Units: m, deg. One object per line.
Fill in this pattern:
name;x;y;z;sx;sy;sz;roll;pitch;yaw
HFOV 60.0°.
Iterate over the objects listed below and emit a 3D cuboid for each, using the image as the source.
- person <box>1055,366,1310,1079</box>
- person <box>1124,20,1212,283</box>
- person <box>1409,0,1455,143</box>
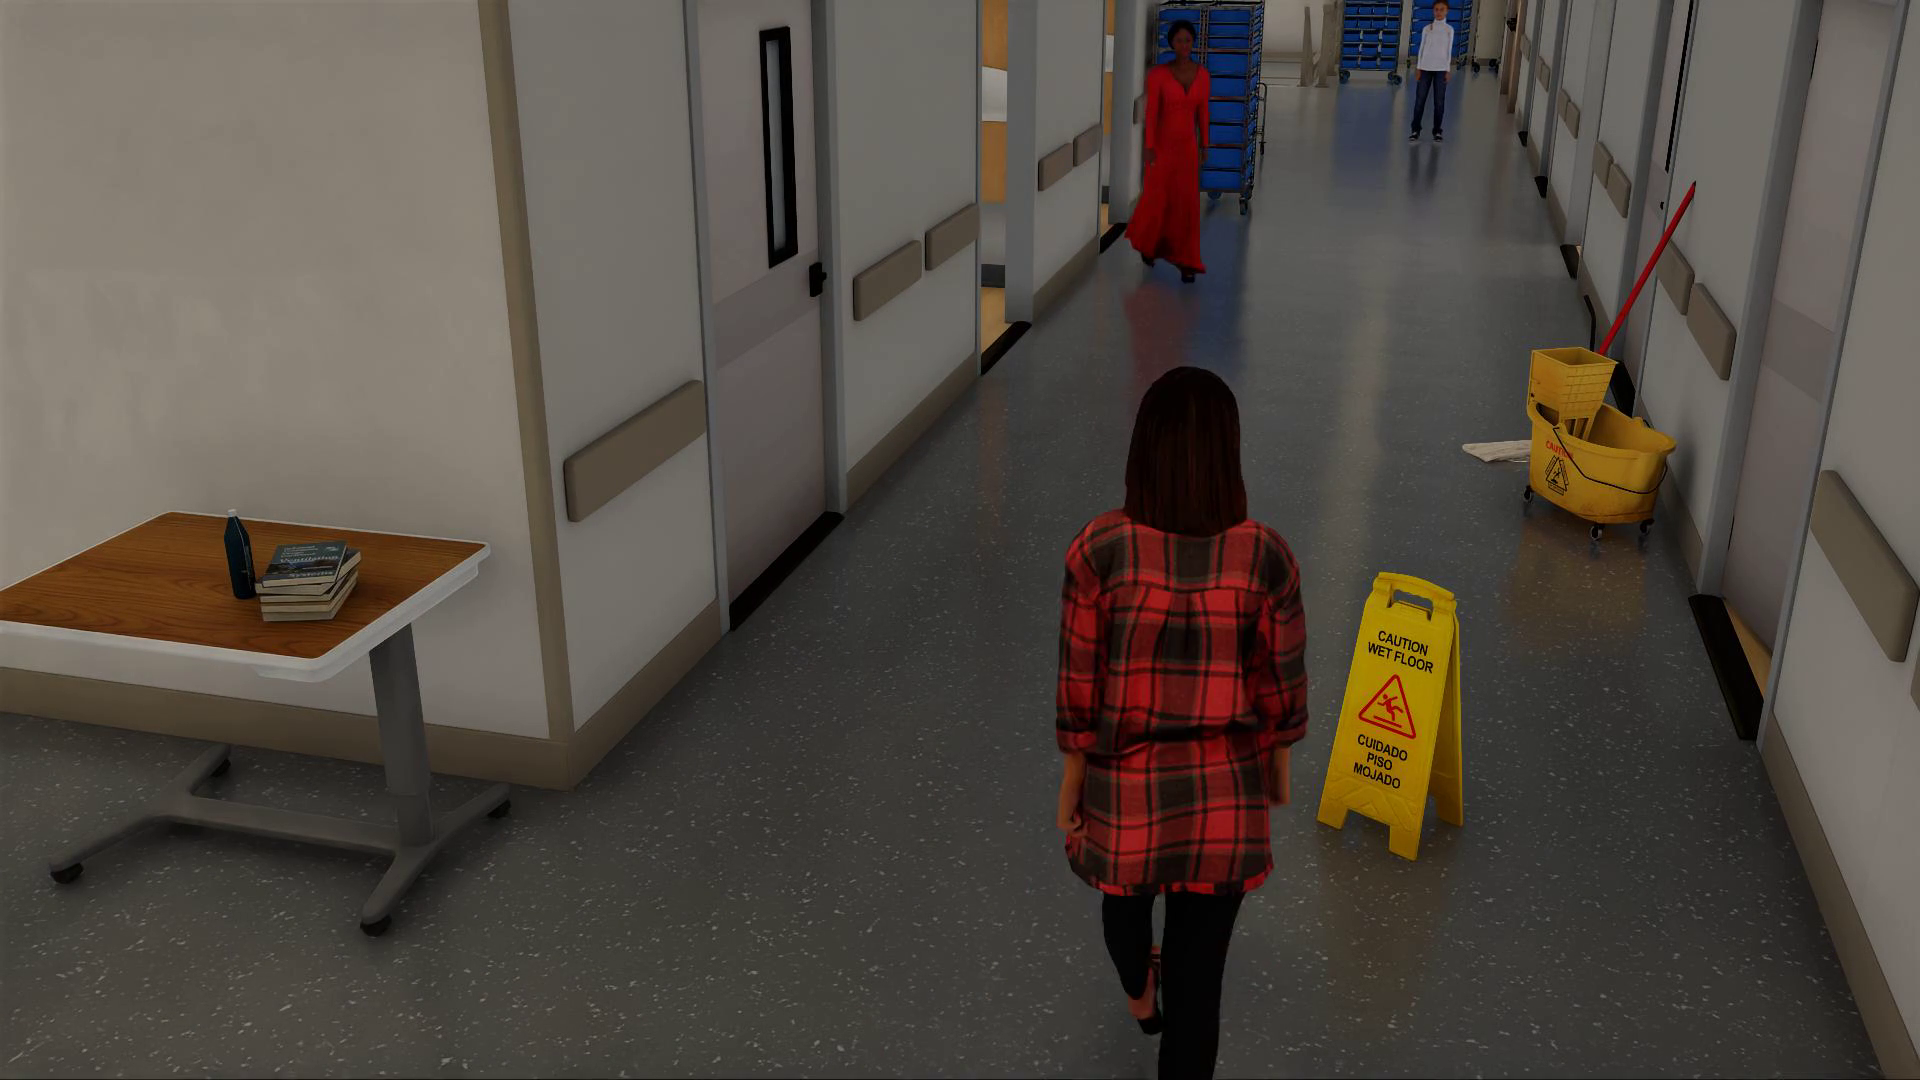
person;0.402;0.547;3.184;0.683;1.650;1.094;4;21;10
person;1.458;-2.686;11.591;0.980;1.740;1.235;-5;21;-13
person;5.342;-5.295;18.738;0.536;1.558;0.524;7;22;17
